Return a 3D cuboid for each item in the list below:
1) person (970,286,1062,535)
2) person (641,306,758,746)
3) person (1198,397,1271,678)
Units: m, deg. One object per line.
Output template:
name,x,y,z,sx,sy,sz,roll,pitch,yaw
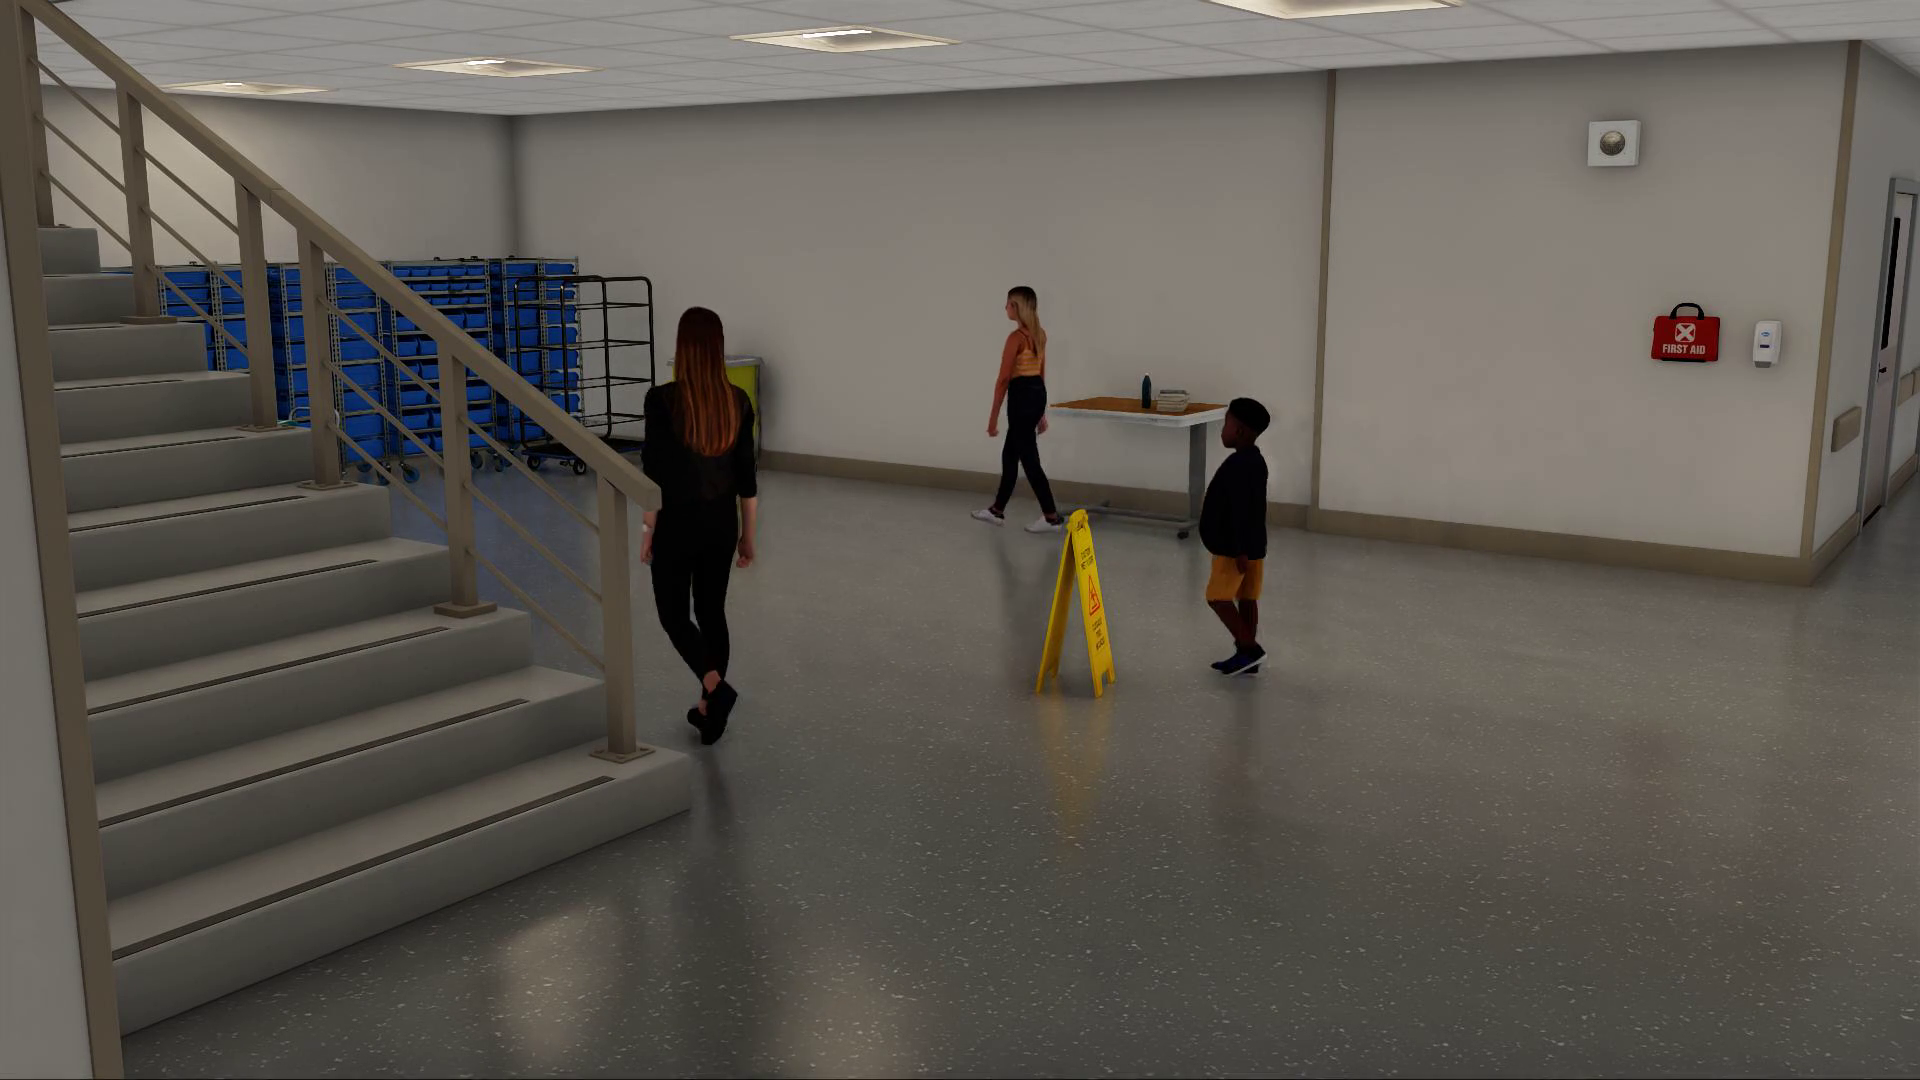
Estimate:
person,0.472,-0.812,10.794,0.953,1.598,0.613,7,13,33
person,-0.979,-0.020,6.348,0.843,1.698,1.001,-6,12,-28
person,1.305,0.001,7.409,0.568,1.263,0.537,6,12,28
